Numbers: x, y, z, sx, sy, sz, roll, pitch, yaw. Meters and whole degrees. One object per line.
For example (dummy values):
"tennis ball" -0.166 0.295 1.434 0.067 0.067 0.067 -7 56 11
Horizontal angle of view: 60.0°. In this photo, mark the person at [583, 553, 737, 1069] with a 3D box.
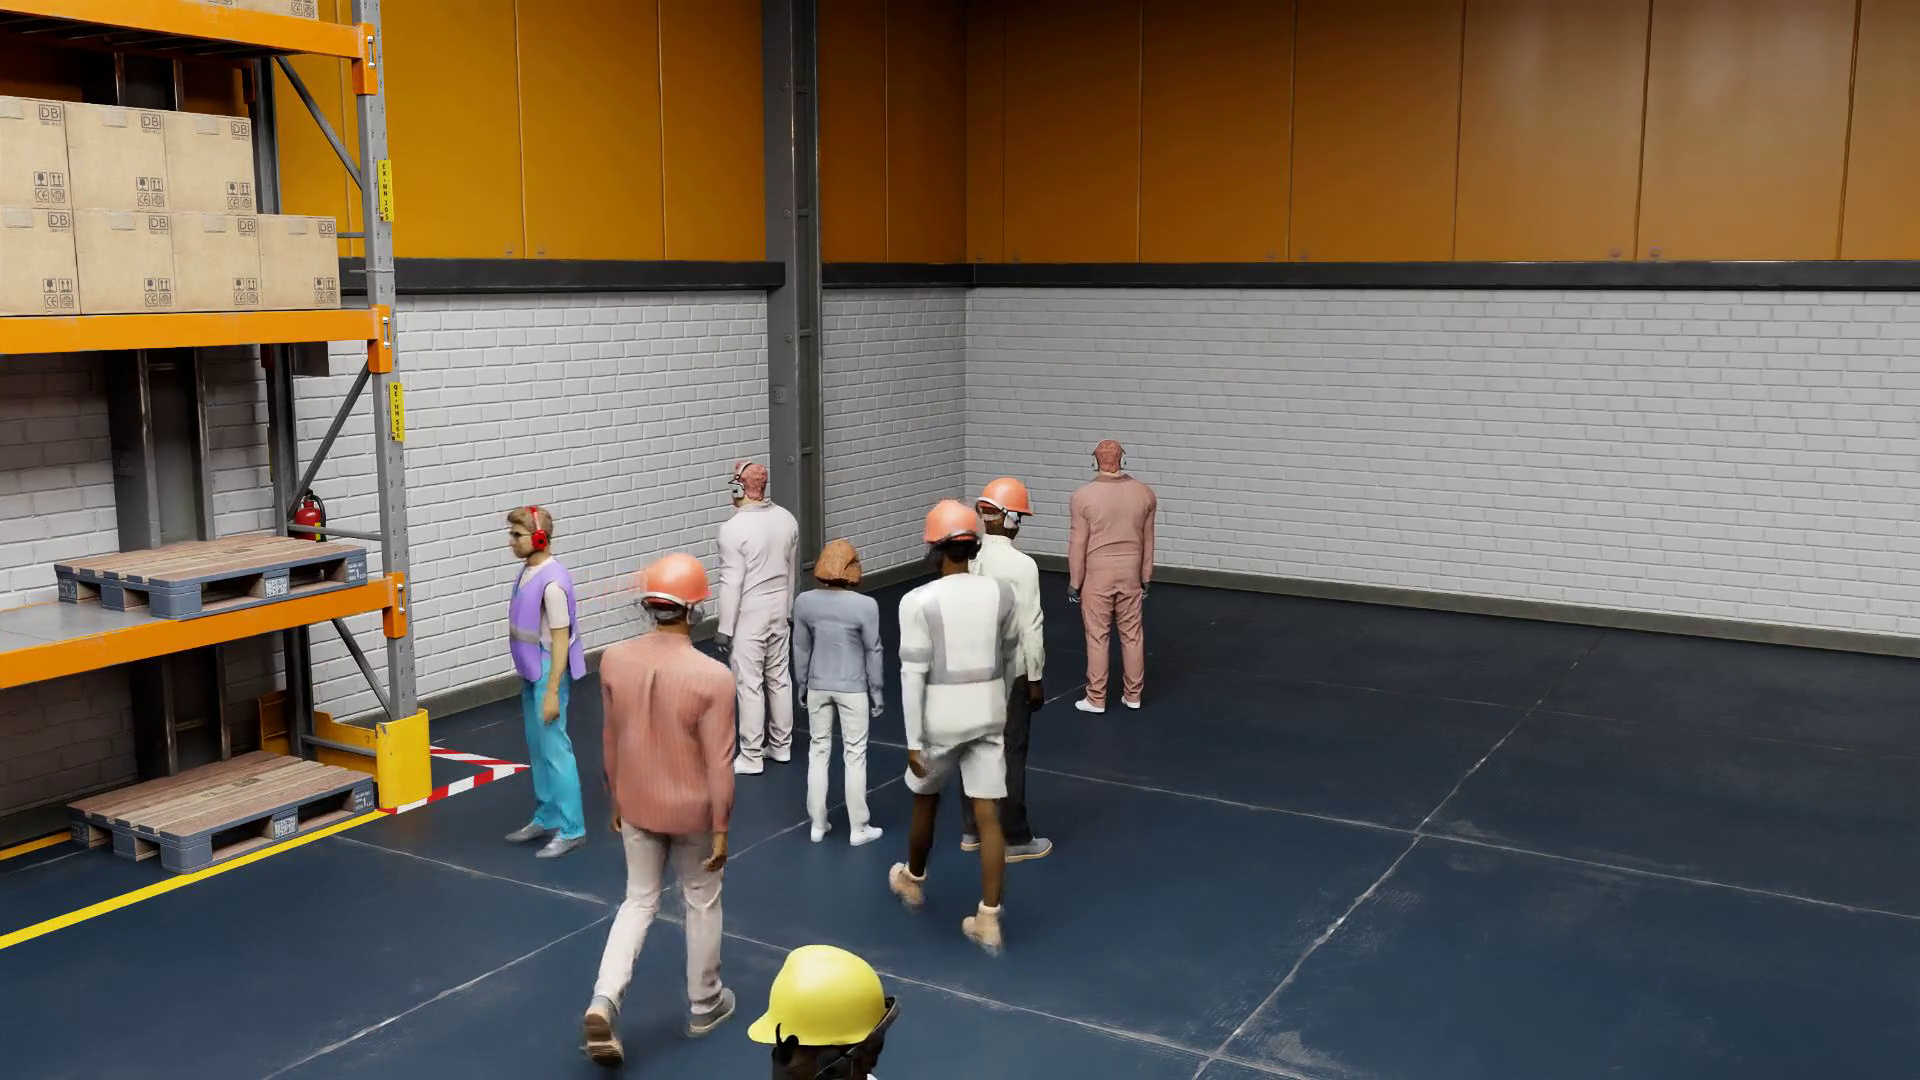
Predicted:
"person" -1.145 1.035 6.389 0.615 1.976 0.810 3 10 19

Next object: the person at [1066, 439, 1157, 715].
"person" 1.023 0.255 11.472 0.642 1.902 0.399 -3 10 -20

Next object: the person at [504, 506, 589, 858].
"person" -2.175 0.738 8.684 0.409 1.849 0.586 -5 10 -29

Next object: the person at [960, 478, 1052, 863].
"person" 0.211 0.668 8.622 0.609 1.986 0.390 9 13 43

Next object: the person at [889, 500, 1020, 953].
"person" -0.038 0.811 7.685 0.630 1.995 0.996 -4 10 -21

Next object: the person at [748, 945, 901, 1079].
"person" -0.236 1.639 3.251 0.326 1.767 0.533 -1 9 -7

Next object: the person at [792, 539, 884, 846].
"person" -0.642 0.808 8.847 0.507 1.631 0.266 3 10 20

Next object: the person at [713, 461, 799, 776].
"person" -1.262 0.470 10.099 0.405 1.911 0.636 6 11 34
